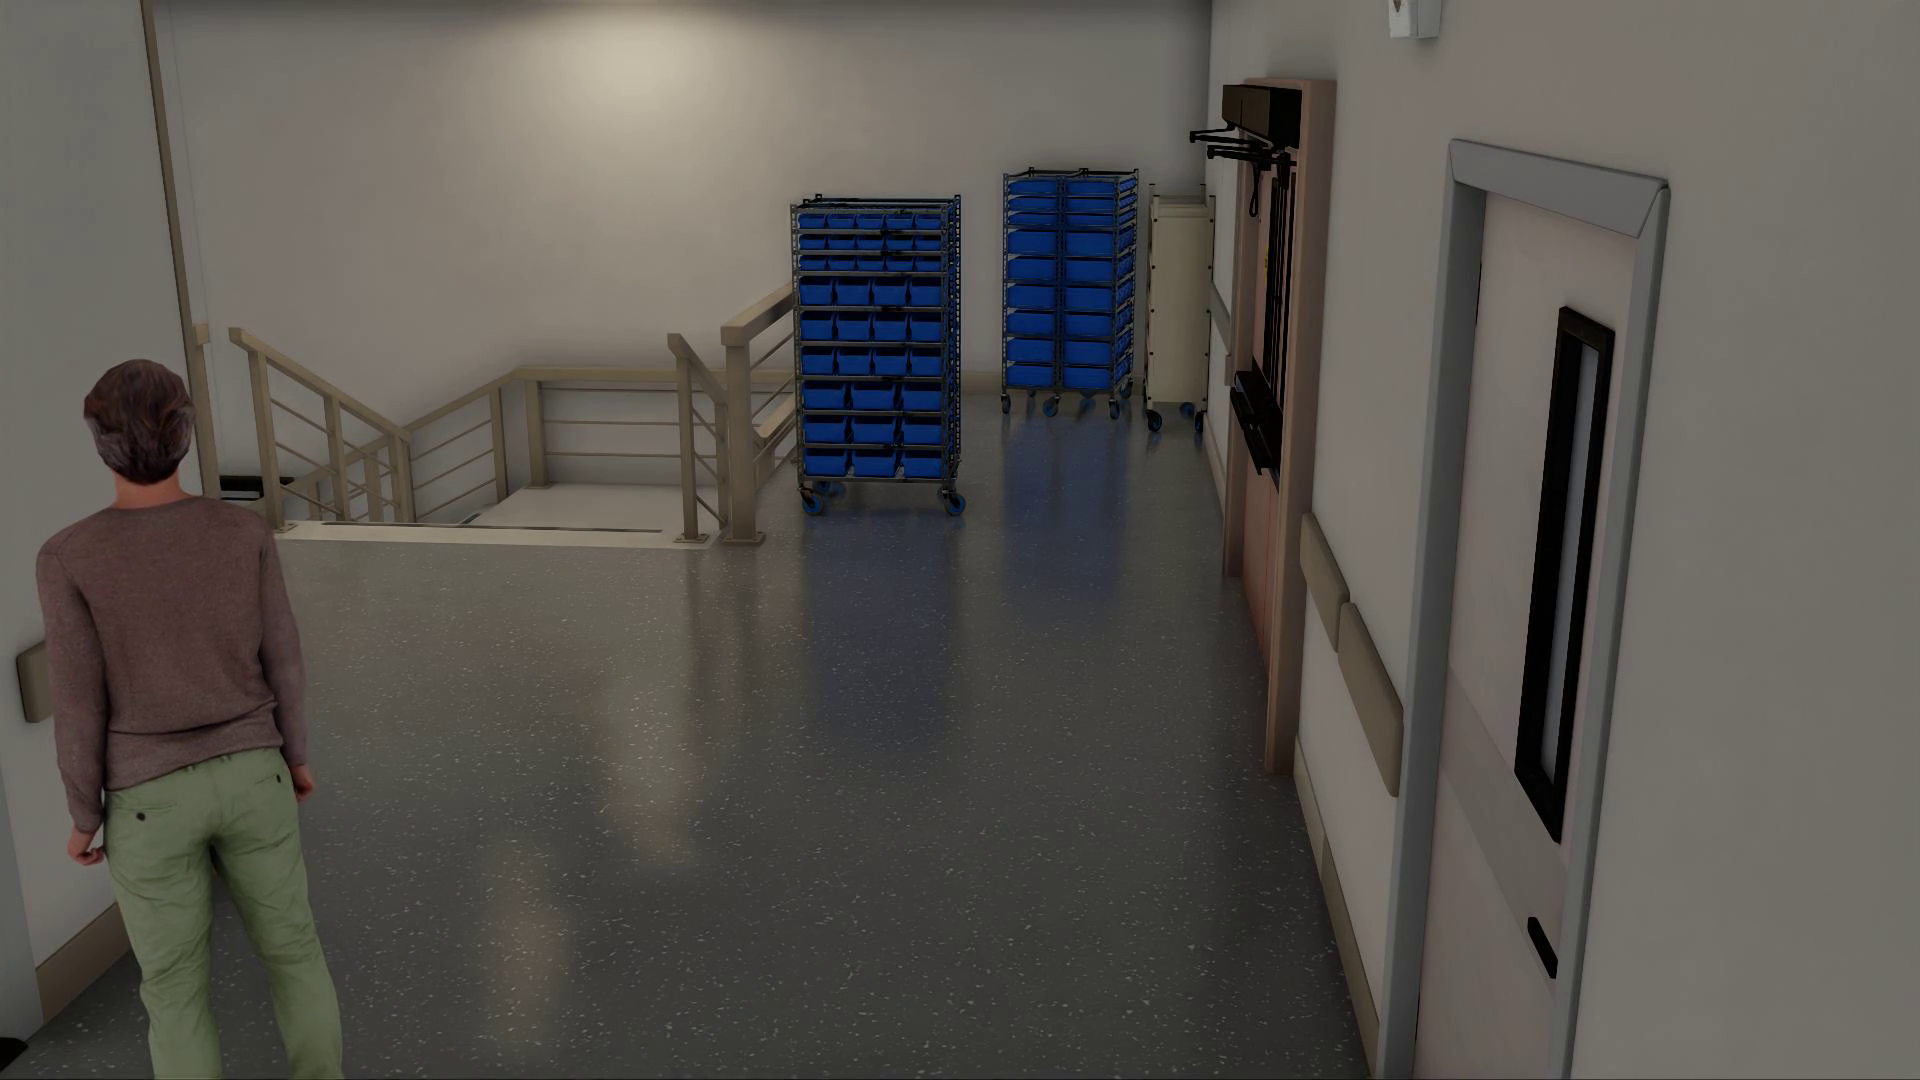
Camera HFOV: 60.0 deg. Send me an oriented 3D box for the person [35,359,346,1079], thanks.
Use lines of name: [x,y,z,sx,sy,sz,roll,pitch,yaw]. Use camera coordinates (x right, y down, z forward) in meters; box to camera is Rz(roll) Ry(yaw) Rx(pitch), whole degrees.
person: [-1.642,0.550,3.584,0.764,1.874,0.825,-13,20,-39]
